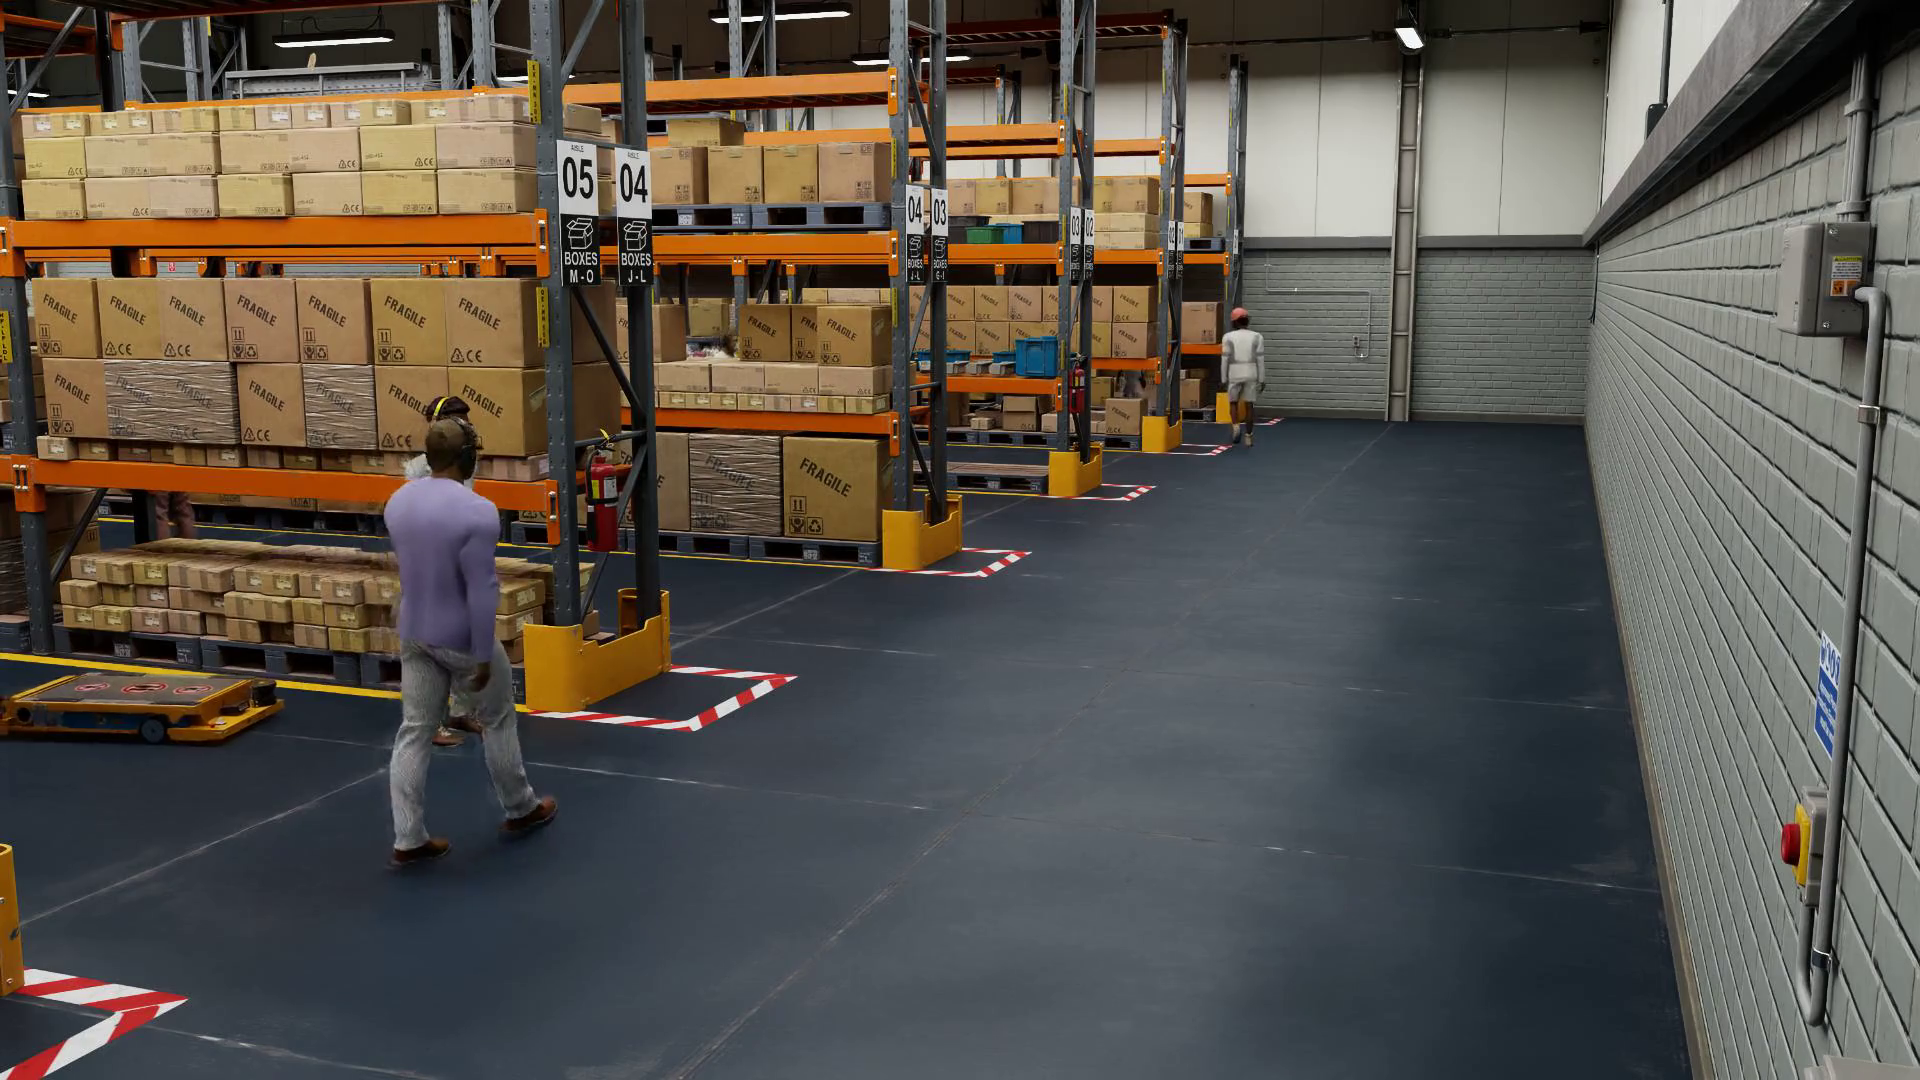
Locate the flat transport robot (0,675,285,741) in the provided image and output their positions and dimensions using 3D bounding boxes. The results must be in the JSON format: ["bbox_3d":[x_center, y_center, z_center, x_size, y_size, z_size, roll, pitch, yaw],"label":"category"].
[{"bbox_3d":[-4.567,0.908,9.160,1.431,0.197,0.652,1,9,6],"label":"flat transport robot"}]

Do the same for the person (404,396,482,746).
[{"bbox_3d":[-2.734,0.163,8.879,0.325,1.860,0.515,4,10,25],"label":"person"}]

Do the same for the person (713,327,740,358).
[{"bbox_3d":[-2.512,-1.430,18.695,0.971,1.892,0.653,3,10,17],"label":"person"}]

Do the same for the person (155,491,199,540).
[{"bbox_3d":[-6.509,-0.614,13.572,0.405,1.905,0.649,4,10,22],"label":"person"}]

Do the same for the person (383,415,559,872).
[{"bbox_3d":[-2.128,0.415,7.173,0.649,1.901,0.948,4,10,25],"label":"person"}]

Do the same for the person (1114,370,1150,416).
[{"bbox_3d":[2.546,-2.457,25.416,1.072,1.798,0.537,4,10,25],"label":"person"}]

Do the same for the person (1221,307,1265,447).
[{"bbox_3d":[4.101,-2.347,24.042,0.675,2.014,0.464,1,9,5],"label":"person"}]

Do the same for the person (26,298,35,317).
[{"bbox_3d":[-20.892,-4.450,37.238,0.391,1.995,0.613,5,10,29],"label":"person"}]
